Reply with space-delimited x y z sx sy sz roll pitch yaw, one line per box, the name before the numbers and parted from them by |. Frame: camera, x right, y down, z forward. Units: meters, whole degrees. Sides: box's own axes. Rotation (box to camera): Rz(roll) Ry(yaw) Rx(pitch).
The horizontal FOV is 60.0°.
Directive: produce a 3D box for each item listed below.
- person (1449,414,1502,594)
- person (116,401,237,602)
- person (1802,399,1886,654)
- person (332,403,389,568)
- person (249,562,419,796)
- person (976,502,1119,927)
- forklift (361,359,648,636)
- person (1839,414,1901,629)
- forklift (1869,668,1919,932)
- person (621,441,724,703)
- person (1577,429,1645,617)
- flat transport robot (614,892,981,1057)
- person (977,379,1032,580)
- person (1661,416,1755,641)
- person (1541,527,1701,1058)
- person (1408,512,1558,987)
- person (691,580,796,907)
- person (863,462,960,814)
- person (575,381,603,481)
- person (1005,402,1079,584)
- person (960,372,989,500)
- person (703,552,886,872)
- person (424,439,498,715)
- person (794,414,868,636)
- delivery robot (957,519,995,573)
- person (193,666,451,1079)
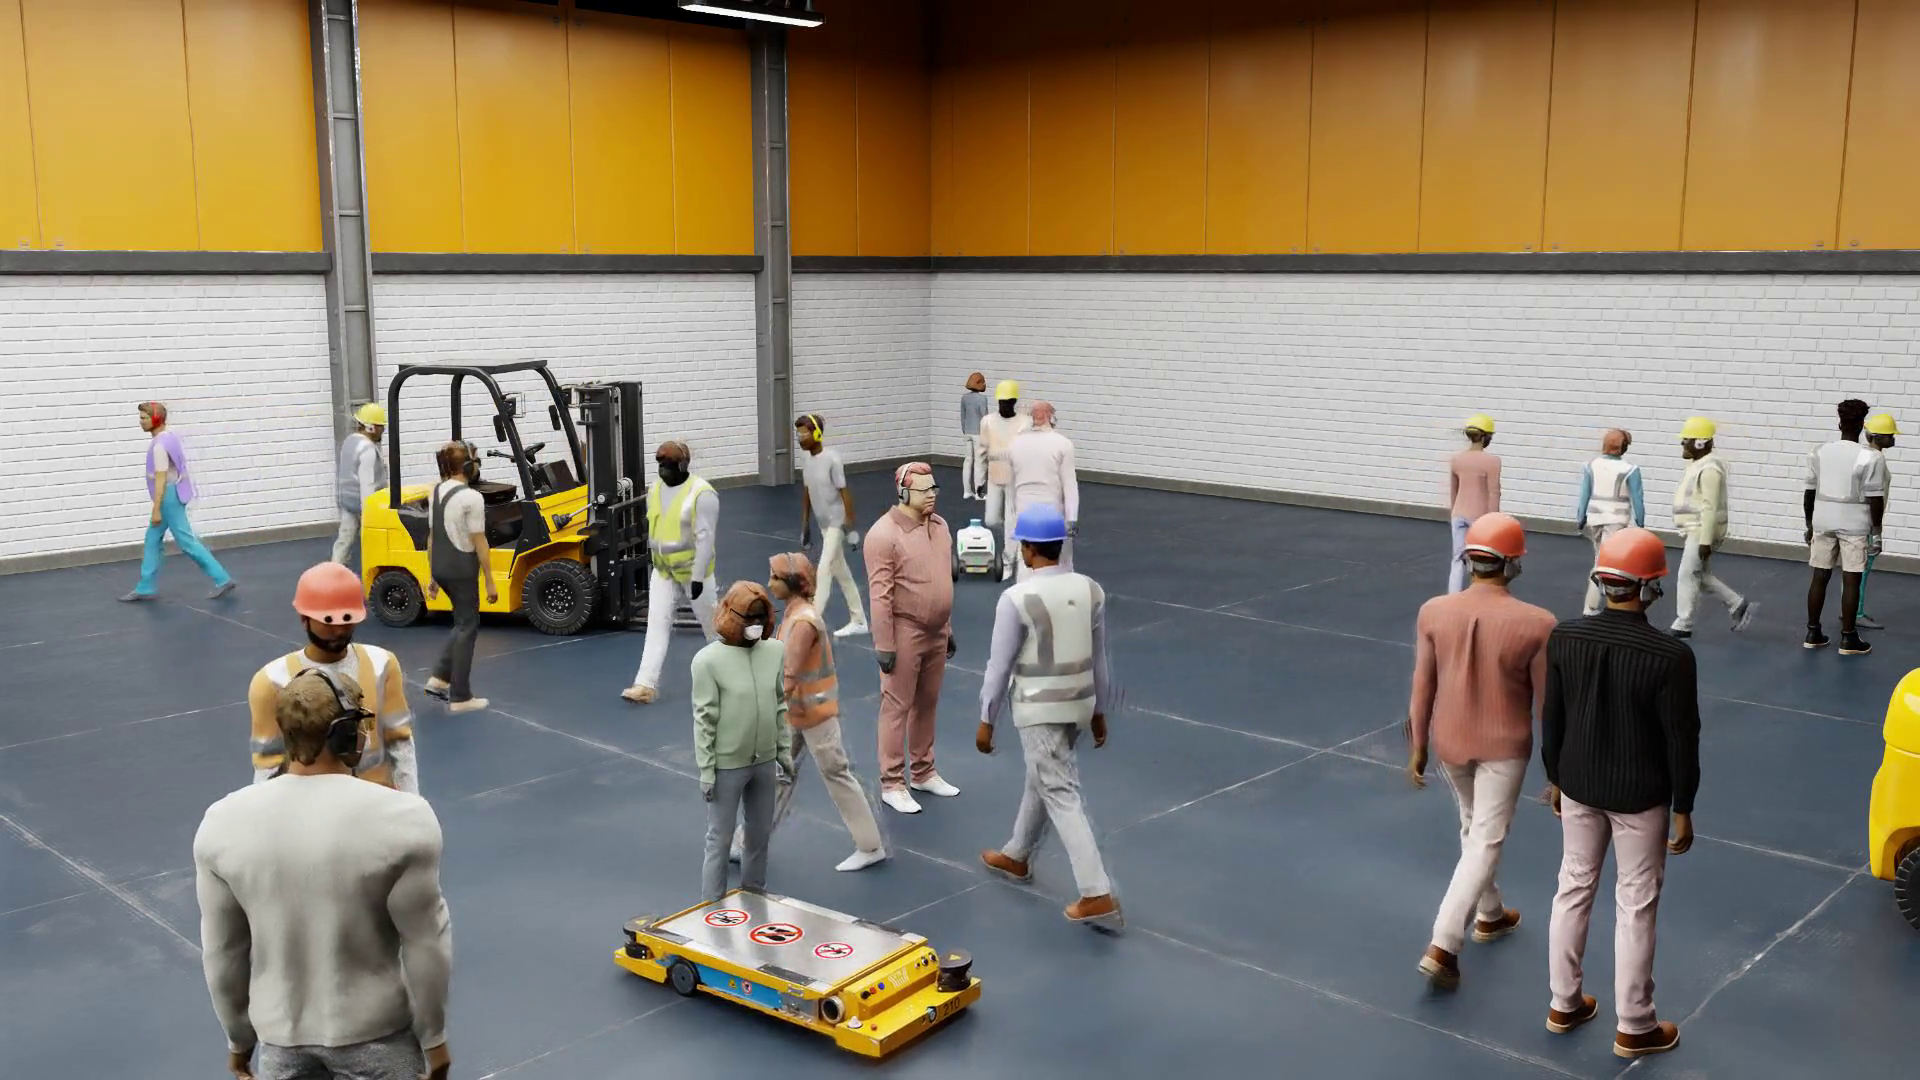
person | 4.369 -0.184 13.910 0.696 1.741 0.552 -6 11 -35
person | -6.967 -0.337 14.737 0.972 1.802 0.585 -4 10 -21
person | 6.795 -0.107 12.790 0.361 1.965 0.613 -6 11 -34
person | -5.207 -0.331 14.757 0.602 1.758 0.954 9 13 44
person | -2.232 1.022 6.011 0.423 1.920 0.550 9 13 44
person | 0.415 0.776 7.633 0.621 1.895 1.033 -8 12 -42
forklift | -3.850 -0.407 13.936 2.313 2.155 1.214 2 9 11
person | 7.530 -0.164 13.755 0.331 1.768 0.526 3 10 17
forklift | 5.205 0.723 7.013 2.313 2.155 1.214 9 13 43
person | -1.919 0.207 11.429 0.630 1.792 0.977 6 11 31
person | 5.572 -0.148 14.190 0.875 1.590 0.541 -6 11 -34
flat transport robot | -0.682 1.716 6.799 1.431 0.197 0.652 7 11 35
person | 0.467 -0.592 15.927 0.601 1.913 0.616 5 10 26
person | 5.926 -0.079 13.133 0.676 1.808 0.588 3 10 16
person | 2.484 0.942 6.274 0.376 1.997 0.612 -8 12 -39
person | 2.188 0.855 6.971 0.626 1.956 1.018 9 13 43
person | -0.926 0.975 7.180 0.281 1.633 0.499 9 13 44
person | -0.234 0.520 9.134 0.407 1.908 0.641 7 11 35
person | -3.541 -0.660 16.570 0.880 1.834 0.543 -2 9 -10
person | 0.742 -0.225 13.886 0.707 1.844 0.974 5 10 28
person | 0.208 -1.328 21.296 0.279 1.634 0.499 -8 12 -39
person | -0.780 0.850 8.083 0.889 1.589 0.515 -2 10 -15
person | -3.303 0.247 11.044 0.501 1.828 0.406 9 13 43
person | -1.100 -0.087 13.167 0.894 1.806 0.538 -6 11 -31
delivery robot | 0.149 0.046 15.886 0.477 0.478 0.707 0 9 -2
person | -1.636 1.286 4.351 0.628 1.936 0.375 0 9 0
